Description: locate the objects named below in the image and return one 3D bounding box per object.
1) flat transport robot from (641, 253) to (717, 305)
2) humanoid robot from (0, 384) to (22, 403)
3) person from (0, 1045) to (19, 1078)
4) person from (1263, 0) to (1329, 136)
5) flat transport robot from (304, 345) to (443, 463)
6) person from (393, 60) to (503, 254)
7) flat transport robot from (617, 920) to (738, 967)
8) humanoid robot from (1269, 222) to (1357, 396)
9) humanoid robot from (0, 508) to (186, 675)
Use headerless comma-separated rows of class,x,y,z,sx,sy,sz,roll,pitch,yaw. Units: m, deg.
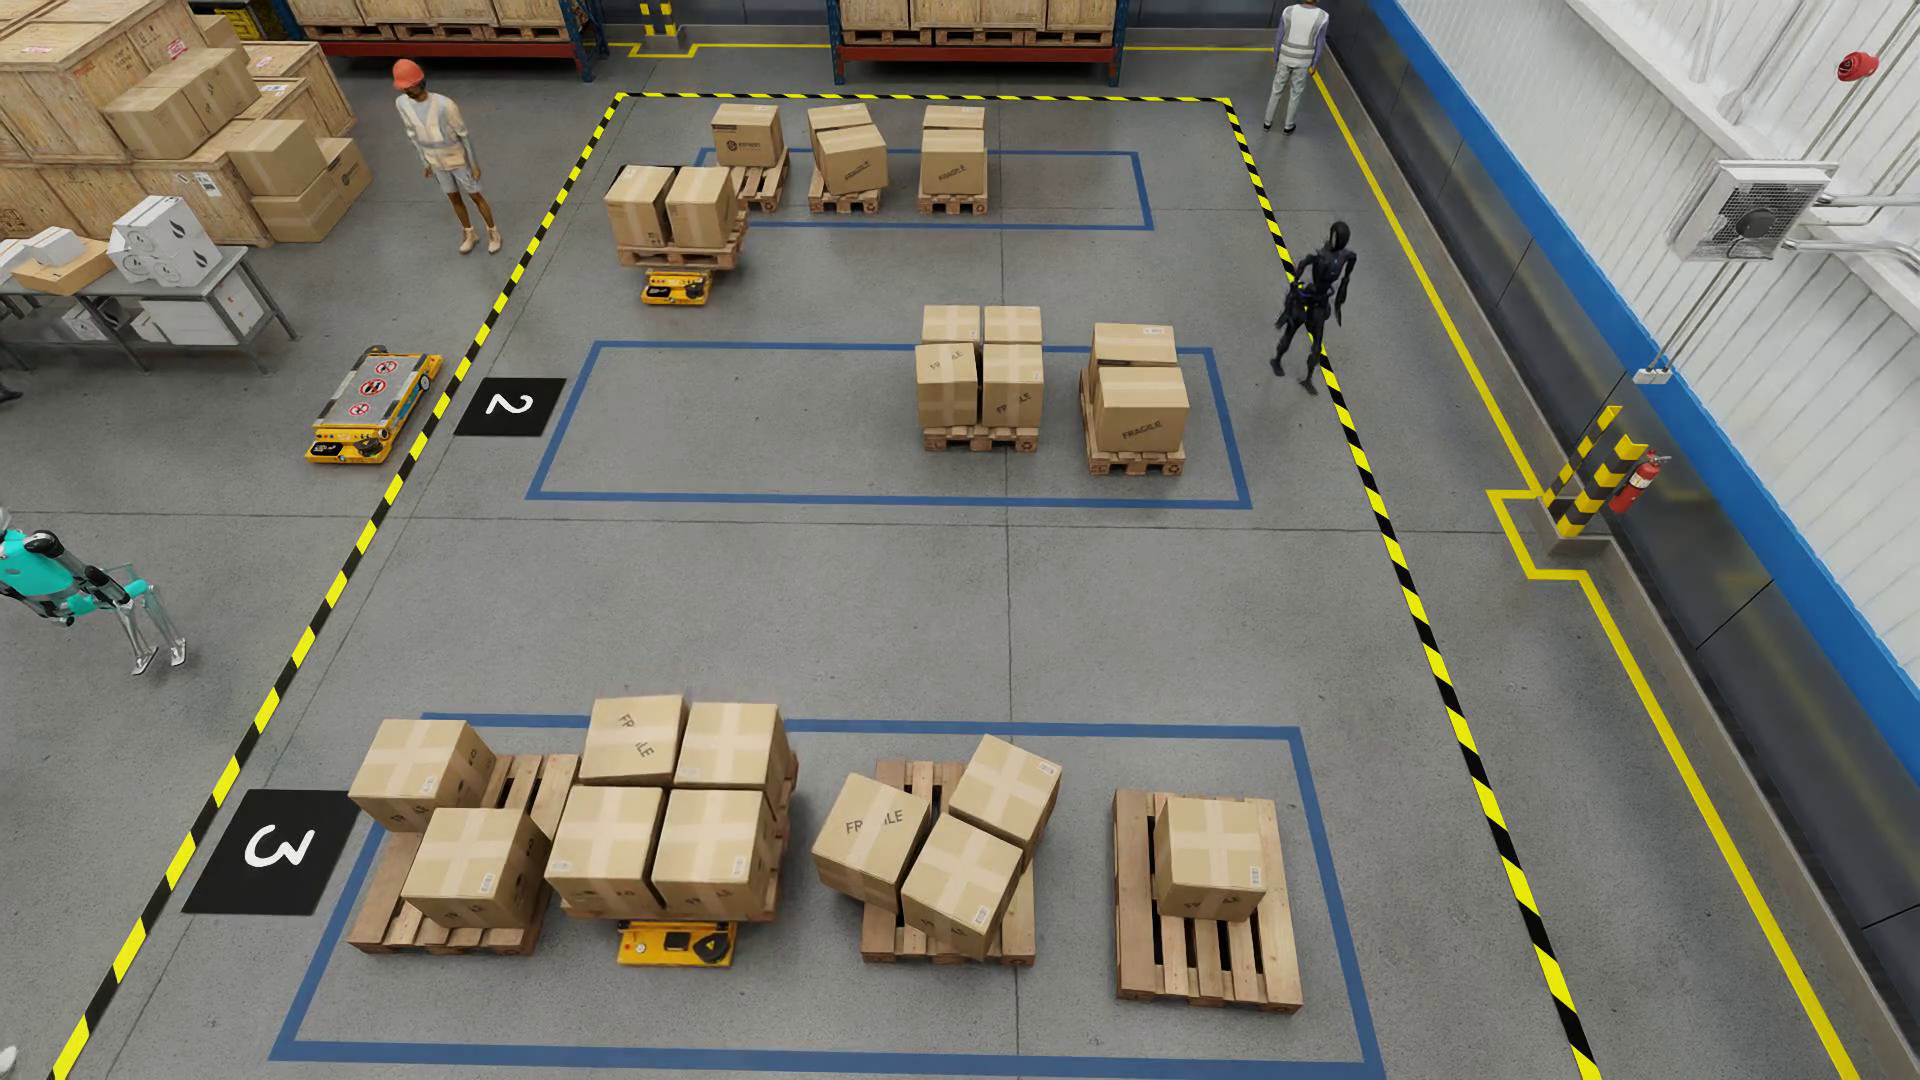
flat transport robot,-2.951,-3.059,9.938,0.652,0.197,1.431,2,50,2
humanoid robot,-9.051,-1.796,7.966,0.442,1.638,0.599,-23,54,-18
person,-5.247,2.634,4.124,0.602,1.821,0.900,2,50,2
person,4.188,-6.003,11.418,0.590,1.837,0.404,21,53,17
flat transport robot,-5.383,-1.269,8.441,0.659,0.231,1.431,1,50,1
person,-5.330,-3.939,9.542,0.606,2.039,0.391,2,50,2
flat transport robot,-1.657,1.891,5.749,0.652,0.197,1.431,1,50,1
humanoid robot,3.169,-2.059,8.196,0.601,1.634,0.646,-7,50,-6
humanoid robot,-5.811,0.251,6.102,0.533,1.680,0.735,-11,51,-10
